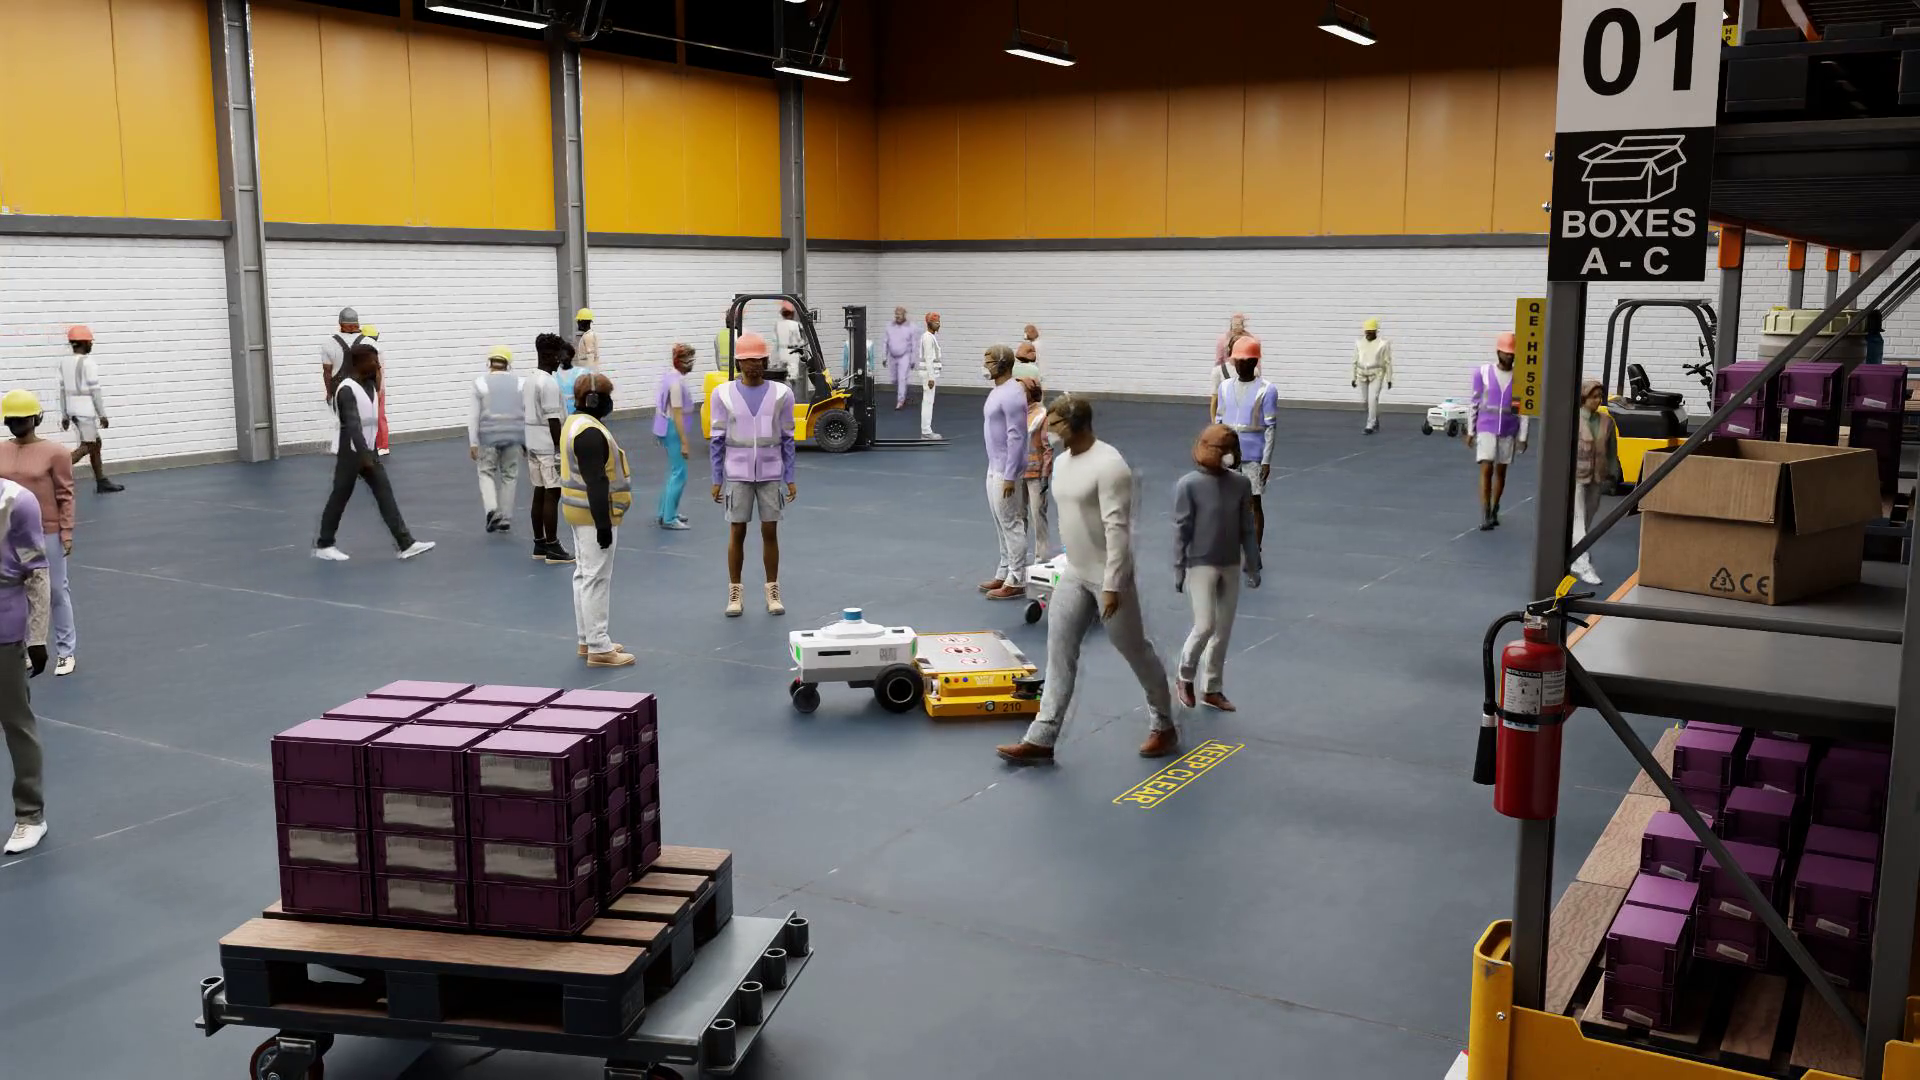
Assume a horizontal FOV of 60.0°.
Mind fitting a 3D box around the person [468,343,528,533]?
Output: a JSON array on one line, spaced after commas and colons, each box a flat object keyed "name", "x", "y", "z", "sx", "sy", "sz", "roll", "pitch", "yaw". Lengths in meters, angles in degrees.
[{"name": "person", "x": -4.329, "y": -0.952, "z": 15.679, "sx": 0.599, "sy": 1.810, "sz": 0.455, "roll": -4, "pitch": 10, "yaw": -24}]

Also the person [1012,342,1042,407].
[{"name": "person", "x": 0.799, "y": -1.590, "z": 20.213, "sx": 0.268, "sy": 1.632, "sz": 0.508, "roll": -9, "pitch": 12, "yaw": -43}]

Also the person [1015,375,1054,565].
[{"name": "person", "x": 0.549, "y": -0.522, "z": 13.524, "sx": 0.514, "sy": 1.641, "sz": 0.308, "roll": 8, "pitch": 12, "yaw": 42}]

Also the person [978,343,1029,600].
[{"name": "person", "x": 0.337, "y": -0.516, "z": 12.560, "sx": 0.353, "sy": 1.937, "sz": 0.635, "roll": -1, "pitch": 9, "yaw": -9}]

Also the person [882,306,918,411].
[{"name": "person", "x": -1.063, "y": -3.289, "z": 30.067, "sx": 0.652, "sy": 1.883, "sz": 0.697, "roll": 4, "pitch": 10, "yaw": 22}]

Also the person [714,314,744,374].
[{"name": "person", "x": -3.527, "y": -2.615, "z": 25.973, "sx": 0.627, "sy": 1.843, "sz": 0.429, "roll": 6, "pitch": 11, "yaw": 32}]

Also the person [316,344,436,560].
[{"name": "person", "x": -5.071, "y": -0.736, "z": 14.192, "sx": 1.057, "sy": 1.855, "sz": 0.599, "roll": 2, "pitch": 9, "yaw": 9}]

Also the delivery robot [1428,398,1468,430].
[{"name": "delivery robot", "x": 7.422, "y": -1.911, "z": 25.277, "sx": 0.707, "sy": 0.478, "sz": 0.477, "roll": -9, "pitch": 13, "yaw": -44}]

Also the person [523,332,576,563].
[{"name": "person", "x": -3.497, "y": -0.782, "z": 14.155, "sx": 0.374, "sy": 1.959, "sz": 0.603, "roll": -6, "pitch": 11, "yaw": -34}]

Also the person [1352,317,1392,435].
[{"name": "person", "x": 6.345, "y": -2.518, "z": 25.523, "sx": 0.638, "sy": 1.799, "sz": 0.711, "roll": 7, "pitch": 11, "yaw": 37}]

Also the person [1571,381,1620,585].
[{"name": "person", "x": 5.044, "y": -0.478, "z": 13.387, "sx": 0.534, "sy": 1.600, "sz": 0.780, "roll": -2, "pitch": 9, "yaw": -13}]

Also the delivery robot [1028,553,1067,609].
[{"name": "delivery robot", "x": 0.808, "y": 0.262, "z": 11.718, "sx": 0.707, "sy": 0.478, "sz": 0.477, "roll": -8, "pitch": 12, "yaw": -42}]

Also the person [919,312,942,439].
[{"name": "person", "x": -0.437, "y": -2.415, "z": 24.583, "sx": 0.337, "sy": 1.881, "sz": 0.583, "roll": 0, "pitch": 9, "yaw": -1}]

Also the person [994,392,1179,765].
[{"name": "person", "x": 0.699, "y": 0.199, "z": 8.336, "sx": 1.011, "sy": 1.875, "sz": 0.748, "roll": -5, "pitch": 11, "yaw": -31}]

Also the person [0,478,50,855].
[{"name": "person", "x": -4.145, "y": 0.380, "z": 7.010, "sx": 0.592, "sy": 1.923, "sz": 0.381, "roll": 1, "pitch": 9, "yaw": 3}]

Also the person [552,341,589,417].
[{"name": "person", "x": -4.535, "y": -1.481, "z": 19.391, "sx": 0.538, "sy": 1.673, "sz": 0.651, "roll": 1, "pitch": 9, "yaw": 6}]

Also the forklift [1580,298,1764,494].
[{"name": "forklift", "x": 7.954, "y": -1.589, "z": 18.462, "sx": 2.313, "sy": 2.155, "sz": 1.214, "roll": 5, "pitch": 11, "yaw": 30}]

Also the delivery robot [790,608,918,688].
[{"name": "delivery robot", "x": -0.608, "y": 0.629, "z": 9.427, "sx": 0.707, "sy": 0.478, "sz": 0.477, "roll": -2, "pitch": 9, "yaw": -10}]

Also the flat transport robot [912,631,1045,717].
[{"name": "flat transport robot", "x": 0.041, "y": 0.758, "z": 9.793, "sx": 0.652, "sy": 0.197, "sz": 1.431, "roll": -2, "pitch": 9, "yaw": -10}]

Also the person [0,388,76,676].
[{"name": "person", "x": -5.664, "y": -0.041, "z": 10.136, "sx": 0.524, "sy": 1.768, "sz": 0.312, "roll": -1, "pitch": 9, "yaw": -5}]

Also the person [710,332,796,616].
[{"name": "person", "x": -1.477, "y": -0.466, "z": 11.922, "sx": 0.615, "sy": 2.042, "sz": 0.372, "roll": -2, "pitch": 9, "yaw": -11}]

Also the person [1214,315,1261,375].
[{"name": "person", "x": 3.995, "y": -2.296, "z": 23.938, "sx": 0.666, "sy": 1.868, "sz": 0.673, "roll": 0, "pitch": 9, "yaw": 2}]

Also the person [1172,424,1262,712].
[{"name": "person", "x": 1.439, "y": 0.162, "z": 9.291, "sx": 0.516, "sy": 1.620, "sz": 0.327, "roll": -5, "pitch": 10, "yaw": -28}]

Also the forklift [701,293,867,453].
[{"name": "forklift", "x": -2.458, "y": -2.344, "z": 23.176, "sx": 2.313, "sy": 2.155, "sz": 1.214, "roll": 0, "pitch": 9, "yaw": -2}]

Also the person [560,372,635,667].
[{"name": "person", "x": -2.281, "y": -0.131, "z": 10.460, "sx": 0.429, "sy": 1.844, "sz": 0.627, "roll": -4, "pitch": 10, "yaw": -22}]

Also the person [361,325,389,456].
[{"name": "person", "x": -7.936, "y": -2.018, "z": 22.473, "sx": 0.309, "sy": 1.769, "sz": 0.523, "roll": -8, "pitch": 12, "yaw": -41}]

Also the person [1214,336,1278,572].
[{"name": "person", "x": 2.334, "y": -0.705, "z": 13.730, "sx": 0.545, "sy": 1.942, "sz": 0.349, "roll": 6, "pitch": 11, "yaw": 35}]

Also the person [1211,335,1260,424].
[{"name": "person", "x": 2.770, "y": -1.140, "z": 16.746, "sx": 0.505, "sy": 1.845, "sz": 0.345, "roll": -2, "pitch": 9, "yaw": -13}]

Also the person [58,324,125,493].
[{"name": "person", "x": -9.729, "y": -1.419, "z": 18.323, "sx": 0.547, "sy": 1.908, "sz": 0.885, "roll": 6, "pitch": 11, "yaw": 33}]

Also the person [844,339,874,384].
[{"name": "person", "x": -1.684, "y": -2.796, "z": 27.780, "sx": 0.512, "sy": 1.619, "sz": 0.444, "roll": -1, "pitch": 9, "yaw": -6}]

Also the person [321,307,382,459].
[{"name": "person", "x": -7.575, "y": -1.882, "z": 20.766, "sx": 0.689, "sy": 2.000, "sz": 0.539, "roll": -3, "pitch": 10, "yaw": -18}]

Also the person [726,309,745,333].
[{"name": "person", "x": -3.956, "y": -3.069, "z": 28.760, "sx": 0.811, "sy": 1.850, "sz": 0.604, "roll": -7, "pitch": 12, "yaw": -39}]

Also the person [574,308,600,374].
[{"name": "person", "x": -5.678, "y": -2.566, "z": 25.384, "sx": 0.361, "sy": 1.930, "sz": 0.587, "roll": -2, "pitch": 9, "yaw": -12}]

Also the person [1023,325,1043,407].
[{"name": "person", "x": 1.135, "y": -2.773, "z": 27.733, "sx": 0.779, "sy": 1.592, "sz": 0.522, "roll": -4, "pitch": 10, "yaw": -25}]

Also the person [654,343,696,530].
[{"name": "person", "x": -2.701, "y": -0.983, "z": 15.889, "sx": 0.428, "sy": 1.801, "sz": 0.678, "roll": -2, "pitch": 9, "yaw": -10}]

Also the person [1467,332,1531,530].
[{"name": "person", "x": 5.178, "y": -1.036, "z": 15.935, "sx": 0.559, "sy": 1.892, "sz": 0.861, "roll": 2, "pitch": 9, "yaw": 10}]

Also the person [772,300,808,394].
[{"name": "person", "x": -2.981, "y": -3.116, "z": 28.597, "sx": 0.610, "sy": 2.011, "sz": 0.952, "roll": 6, "pitch": 11, "yaw": 34}]
